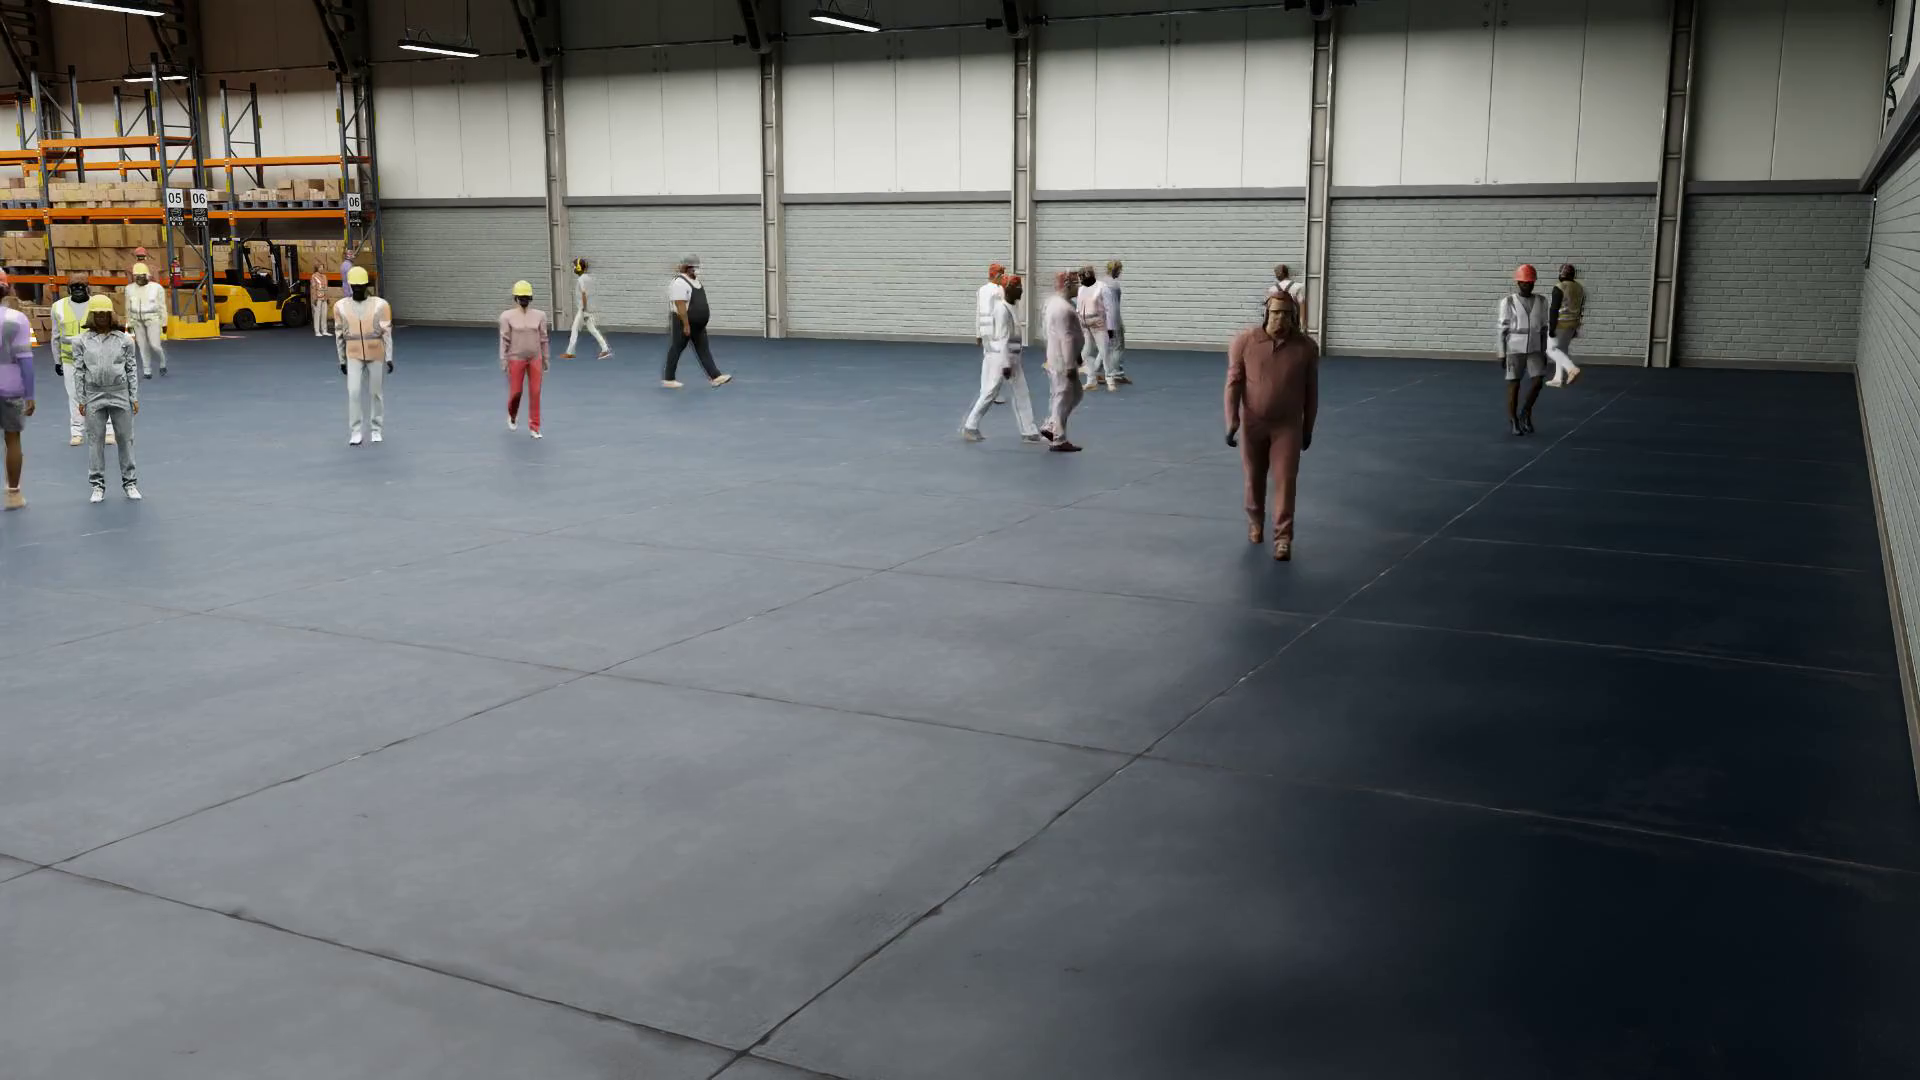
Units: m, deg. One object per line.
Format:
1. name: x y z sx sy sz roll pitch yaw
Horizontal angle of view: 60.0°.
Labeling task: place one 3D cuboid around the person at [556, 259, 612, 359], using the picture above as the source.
1. person: -6.831 -4.191 30.234 0.989 1.820 0.541 0 10 -1

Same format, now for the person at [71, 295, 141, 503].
1. person: -7.202 -1.193 14.059 0.487 1.746 0.287 -6 12 -31

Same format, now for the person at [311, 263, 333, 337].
1. person: -14.211 -5.330 36.930 0.314 1.635 0.540 2 11 13

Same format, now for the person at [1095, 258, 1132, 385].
1. person: 2.305 -3.254 24.876 0.669 1.896 0.696 -3 11 -15

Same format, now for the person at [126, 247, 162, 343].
1. person: -16.822 -5.033 34.317 0.622 1.991 0.389 -4 11 -21

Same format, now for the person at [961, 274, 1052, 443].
1. person: 0.460 -1.950 17.984 1.001 1.843 0.591 4 11 19

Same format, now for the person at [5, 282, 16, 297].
1. person: -23.757 -6.258 41.383 0.998 1.855 0.638 5 12 27

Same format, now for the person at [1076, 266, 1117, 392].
1. person: 1.964 -3.036 23.987 0.505 1.801 0.692 -10 14 -42

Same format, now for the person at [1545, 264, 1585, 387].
1. person: 8.930 -3.146 24.488 0.640 1.821 0.584 -7 13 -34

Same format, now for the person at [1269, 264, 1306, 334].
1. person: 4.812 -3.172 24.691 0.651 1.809 0.355 5 12 27

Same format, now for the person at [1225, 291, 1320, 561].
1. person: 2.210 -0.840 11.828 0.643 1.867 0.967 2 11 11

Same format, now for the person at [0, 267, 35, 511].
1. person: -7.783 -1.211 13.393 0.615 2.022 0.582 -3 11 -15

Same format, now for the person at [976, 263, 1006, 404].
1. person: 0.407 -2.754 22.230 0.530 1.870 0.775 -7 12 -32

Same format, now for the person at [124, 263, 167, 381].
1. person: -12.591 -3.370 25.723 0.591 1.821 0.412 -1 10 -3

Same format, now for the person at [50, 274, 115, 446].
1. person: -9.369 -1.923 17.804 0.626 1.836 0.428 -3 11 -17

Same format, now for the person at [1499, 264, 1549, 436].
1. person: 6.312 -2.117 18.614 0.571 1.920 0.421 0 10 -1

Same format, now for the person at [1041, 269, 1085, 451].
1. person: 1.108 -1.854 17.245 0.429 1.892 0.676 0 10 -1

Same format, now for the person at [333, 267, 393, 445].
1. person: -6.391 -1.960 17.828 0.594 1.897 0.832 -3 11 -14

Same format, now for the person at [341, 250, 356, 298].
1. person: -14.054 -5.741 38.429 0.400 1.903 0.645 -6 12 -28

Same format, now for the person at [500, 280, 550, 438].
1. person: -4.835 -2.007 18.487 0.528 1.756 0.483 -6 12 -28

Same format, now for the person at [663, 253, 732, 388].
1. person: -3.920 -3.235 24.386 1.055 2.000 0.691 4 11 19

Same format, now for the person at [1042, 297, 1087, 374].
1. person: 1.707 -3.508 26.958 0.889 1.659 0.534 7 13 34
